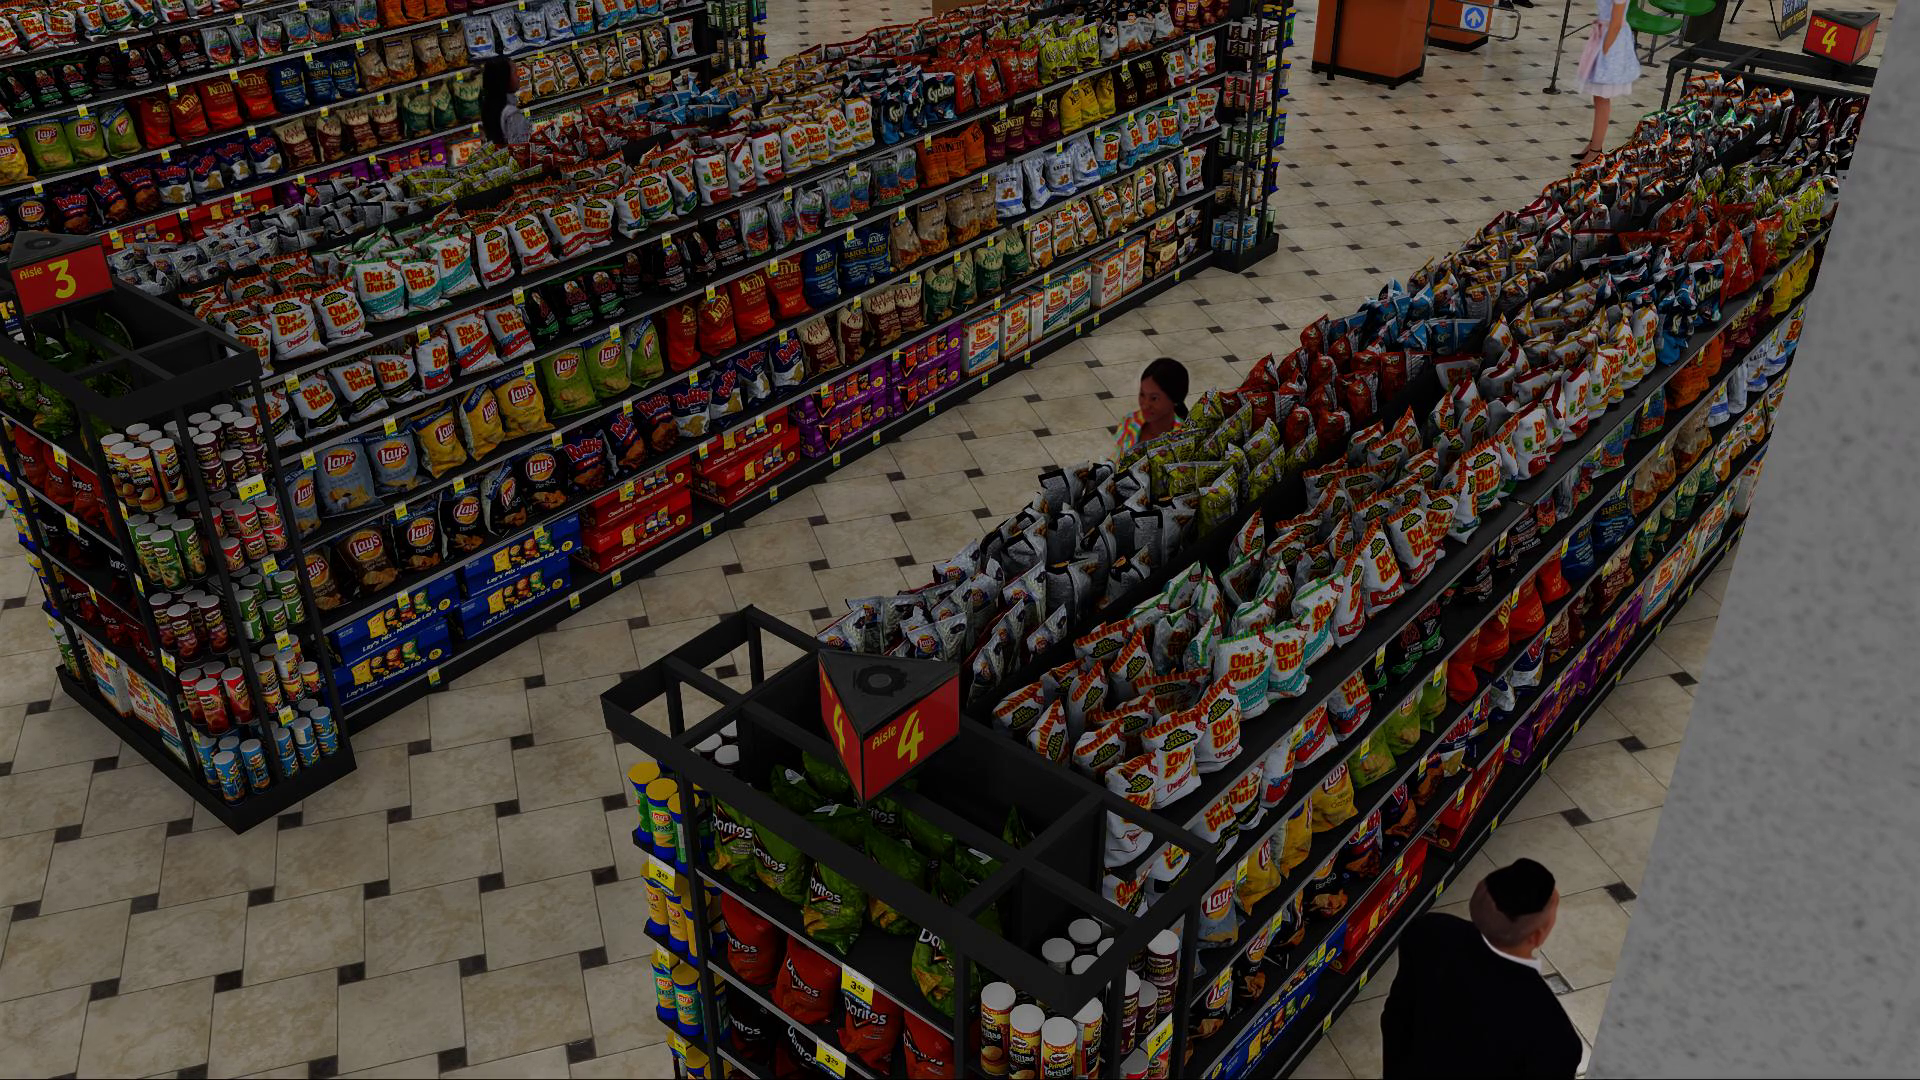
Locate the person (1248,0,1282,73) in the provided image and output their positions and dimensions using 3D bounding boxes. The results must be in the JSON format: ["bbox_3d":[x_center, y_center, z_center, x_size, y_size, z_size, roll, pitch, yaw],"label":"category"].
[{"bbox_3d":[2.867,-5.137,15.404,0.728,1.685,0.572,12,34,19],"label":"person"}]

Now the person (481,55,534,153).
[{"bbox_3d":[-2.947,-2.233,10.731,1.153,1.690,0.817,-20,37,-29],"label":"person"}]

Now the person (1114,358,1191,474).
[{"bbox_3d":[0.800,0.052,6.962,0.626,1.792,0.554,19,37,28],"label":"person"}]

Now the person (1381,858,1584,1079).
[{"bbox_3d":[1.315,1.550,4.406,0.683,1.949,0.769,-20,37,-29],"label":"person"}]

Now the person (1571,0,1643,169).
[{"bbox_3d":[5.158,-3.866,13.234,0.857,1.818,0.767,12,34,18],"label":"person"}]

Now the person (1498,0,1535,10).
[{"bbox_3d":[6.018,-6.589,17.609,0.682,1.820,0.810,-11,34,-18],"label":"person"}]
